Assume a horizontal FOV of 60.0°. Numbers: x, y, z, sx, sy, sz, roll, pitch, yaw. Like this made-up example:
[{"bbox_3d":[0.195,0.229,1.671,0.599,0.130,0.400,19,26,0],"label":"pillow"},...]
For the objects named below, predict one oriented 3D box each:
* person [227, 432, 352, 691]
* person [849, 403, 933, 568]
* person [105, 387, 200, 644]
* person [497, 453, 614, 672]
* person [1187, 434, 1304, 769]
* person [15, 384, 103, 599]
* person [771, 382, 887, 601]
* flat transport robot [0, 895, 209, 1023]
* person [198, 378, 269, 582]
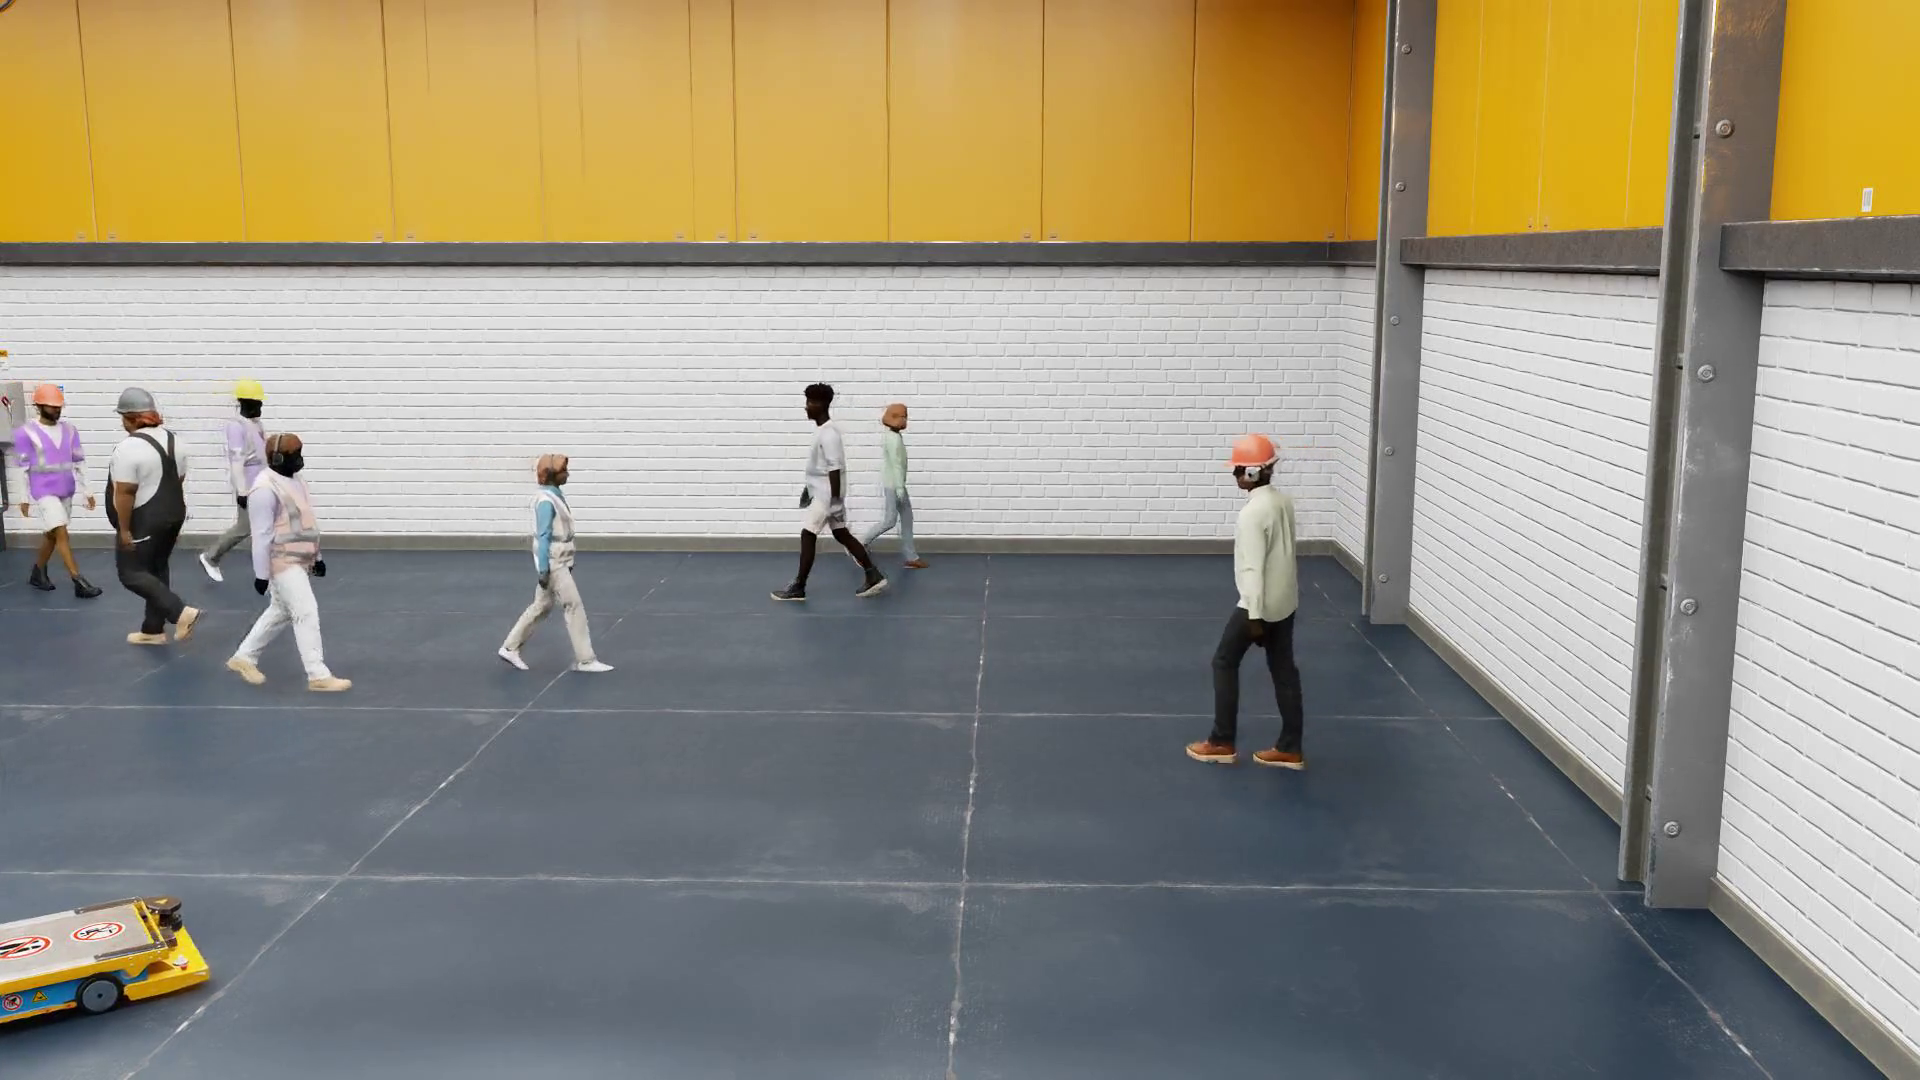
[{"bbox_3d":[-4.699,0.151,11.452,0.873,1.811,0.623,-1,10,-3],"label":"person"},{"bbox_3d":[-0.669,-0.510,15.890,0.746,1.610,0.503,0,10,1],"label":"person"},{"bbox_3d":[-6.134,-0.172,12.644,0.706,2.000,0.689,2,10,11],"label":"person"},{"bbox_3d":[-2.962,0.168,11.932,0.829,1.606,0.524,-1,10,-6],"label":"person"},{"bbox_3d":[1.682,0.359,9.747,0.810,1.962,0.630,7,12,37],"label":"person"},{"bbox_3d":[-7.999,-0.443,14.703,1.011,1.886,0.566,5,11,26],"label":"person"},{"bbox_3d":[-1.115,-0.419,14.471,1.003,1.927,0.626,-1,10,-4],"label":"person"},{"bbox_3d":[-3.837,1.738,6.638,1.431,0.197,0.652,-7,12,-34],"label":"flat transport robot"},{"bbox_3d":[-6.534,-0.530,15.184,0.852,1.897,0.595,0,10,1],"label":"person"}]
